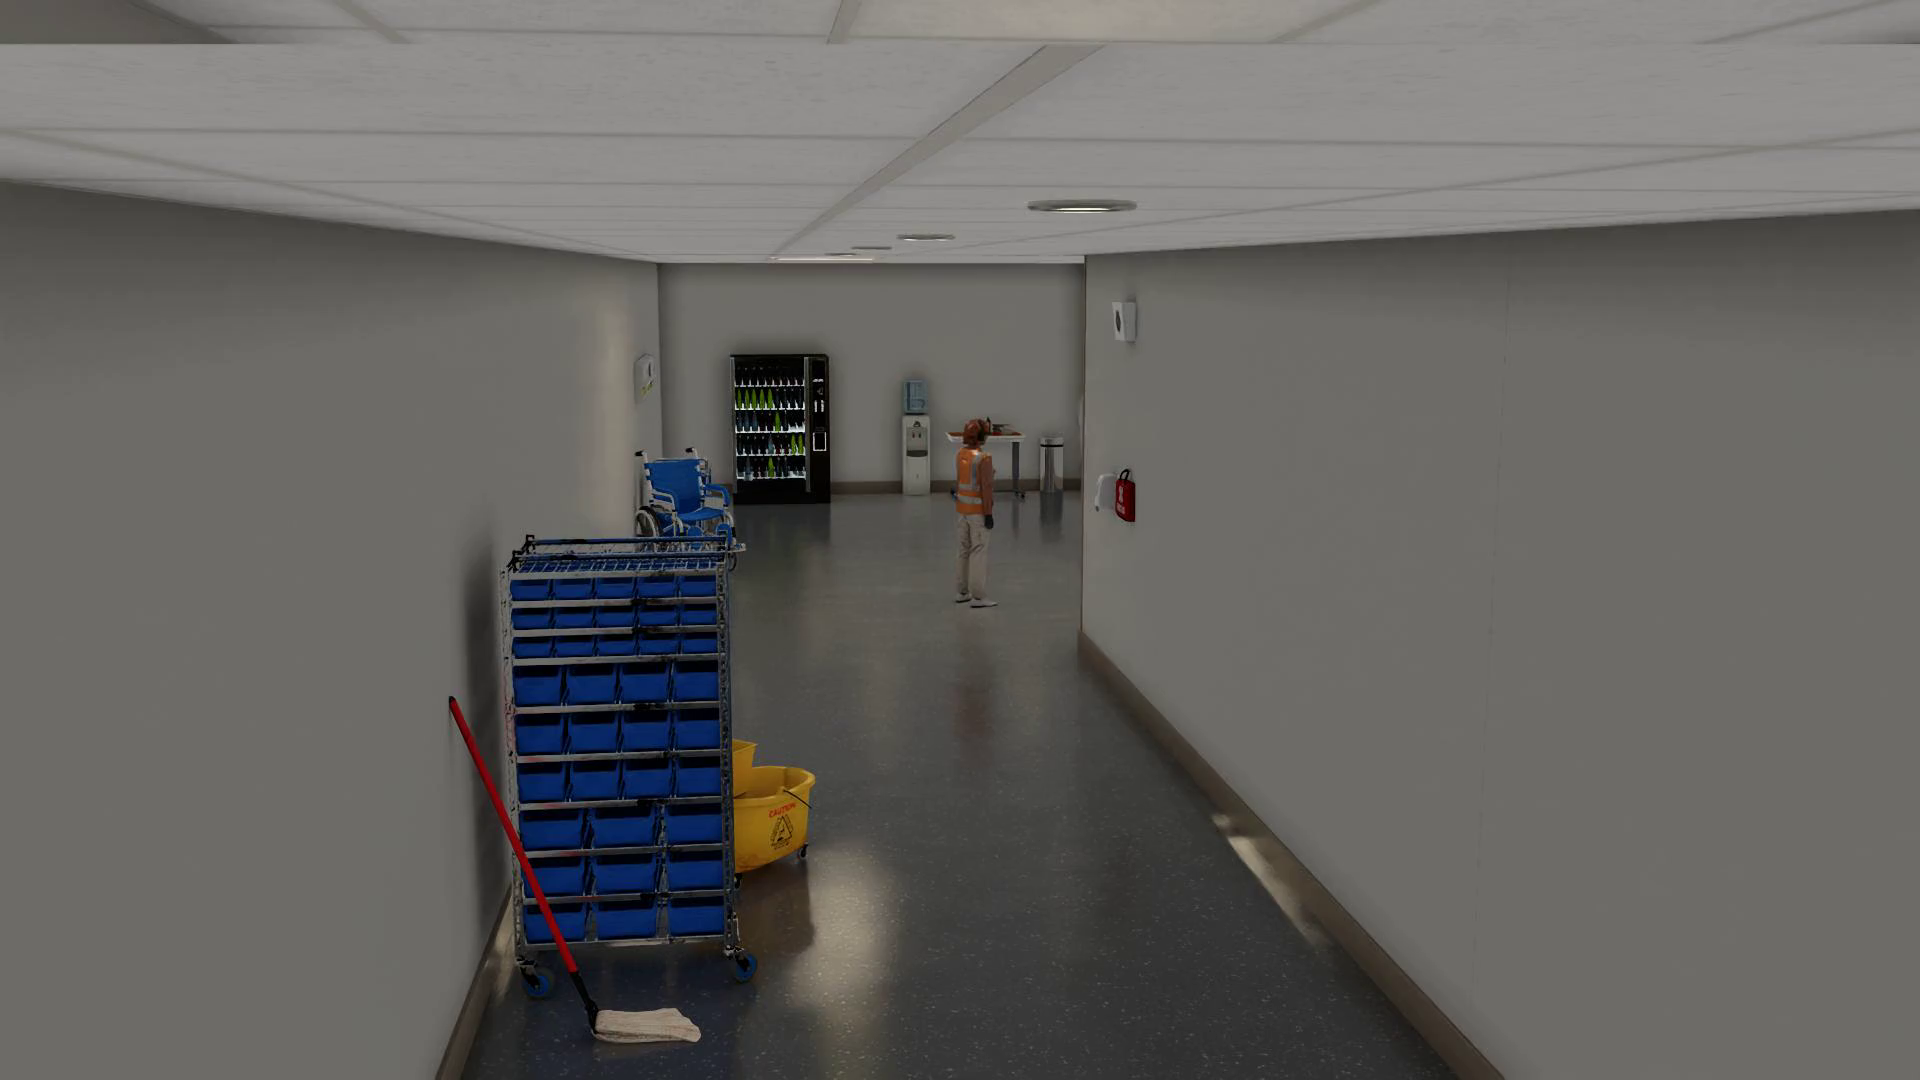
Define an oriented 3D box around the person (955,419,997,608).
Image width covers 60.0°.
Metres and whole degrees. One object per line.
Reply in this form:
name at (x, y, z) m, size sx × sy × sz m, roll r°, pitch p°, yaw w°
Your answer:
person at (0.128, -0.233, 14.453) m, size 0.309 × 1.634 × 0.513 m, roll -5°, pitch 11°, yaw -30°
